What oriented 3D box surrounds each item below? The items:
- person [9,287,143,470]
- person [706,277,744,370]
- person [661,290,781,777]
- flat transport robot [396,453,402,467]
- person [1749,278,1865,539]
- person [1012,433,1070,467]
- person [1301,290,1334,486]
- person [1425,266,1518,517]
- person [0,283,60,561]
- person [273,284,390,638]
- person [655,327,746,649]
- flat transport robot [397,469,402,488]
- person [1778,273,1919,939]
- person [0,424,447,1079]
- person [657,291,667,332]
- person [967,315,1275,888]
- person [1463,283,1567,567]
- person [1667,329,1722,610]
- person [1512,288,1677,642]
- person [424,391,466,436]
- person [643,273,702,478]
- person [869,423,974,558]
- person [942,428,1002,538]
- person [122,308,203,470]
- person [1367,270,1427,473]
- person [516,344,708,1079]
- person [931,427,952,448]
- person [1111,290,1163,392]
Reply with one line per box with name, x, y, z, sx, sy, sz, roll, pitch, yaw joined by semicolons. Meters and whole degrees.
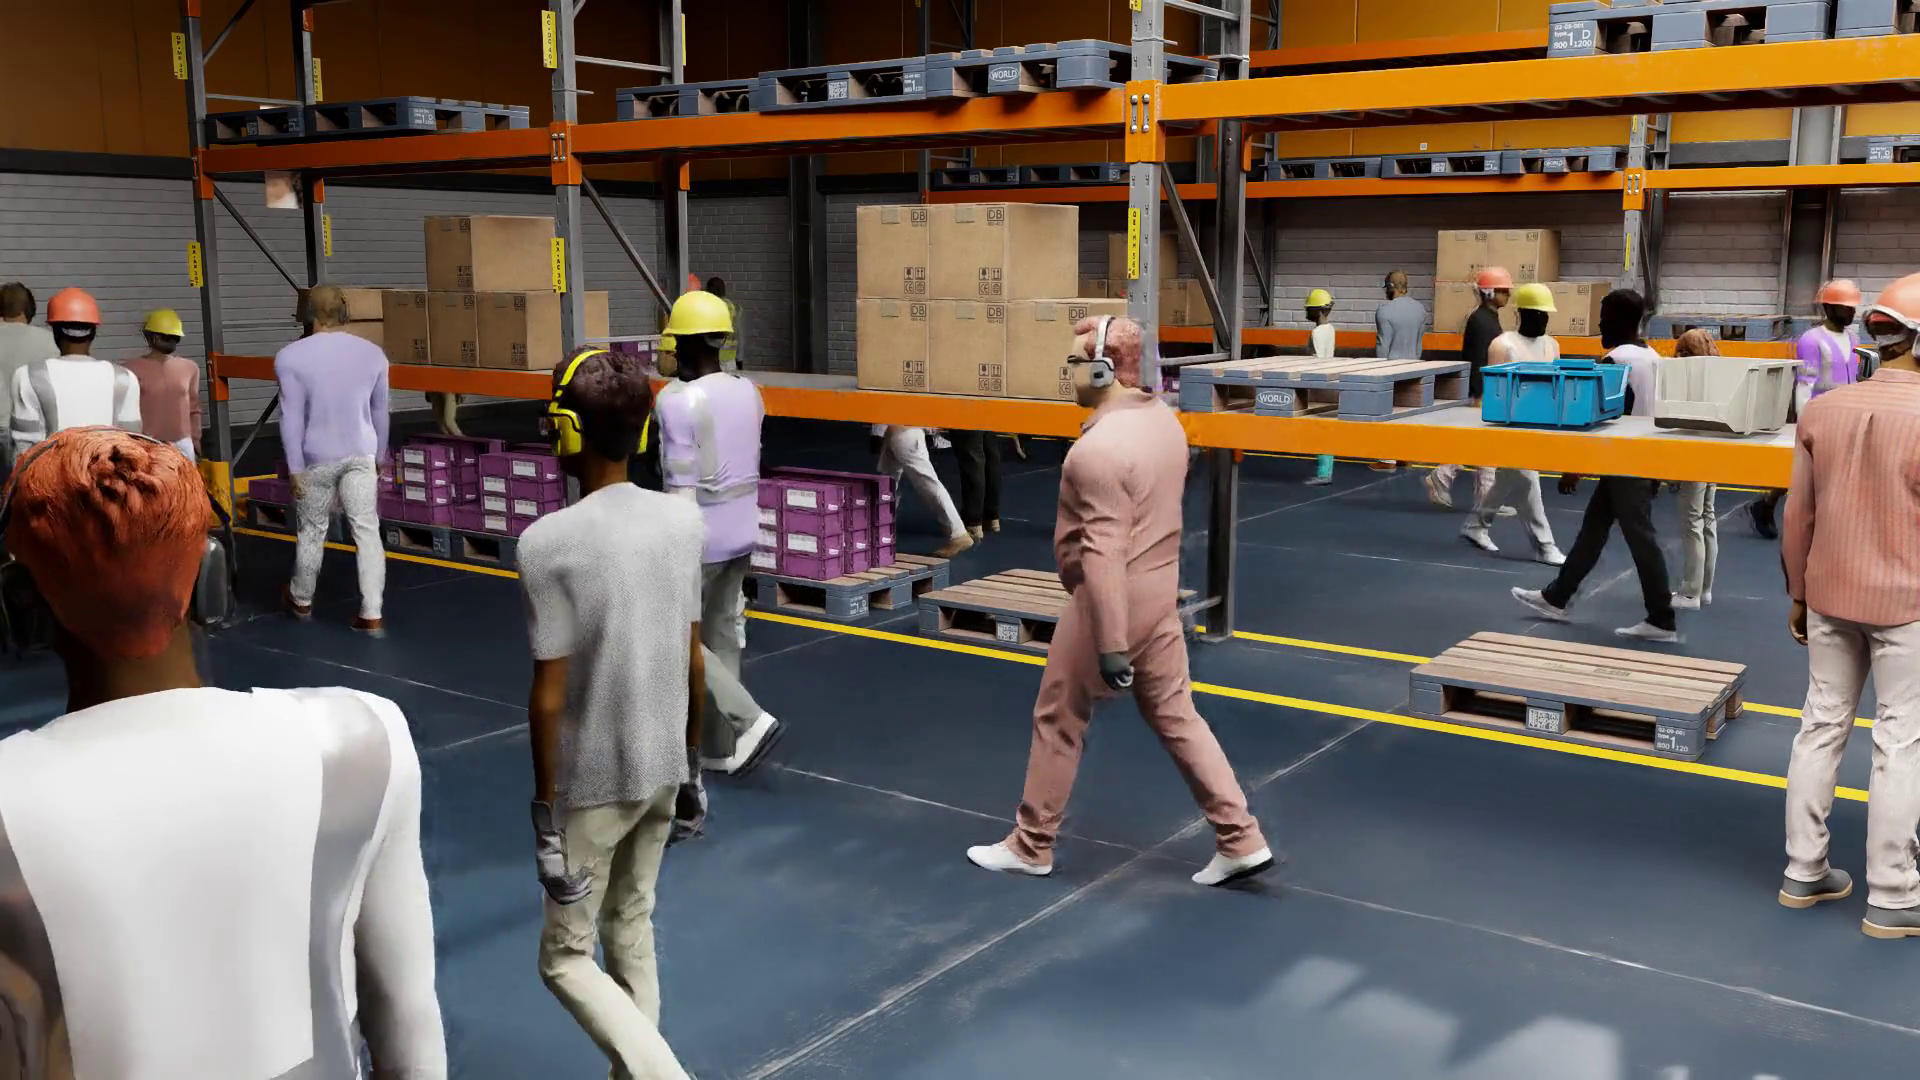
person;-4.081;-0.220;7.764;0.557;1.911;0.858;-9;13;-44
person;-2.751;-2.051;18.848;0.634;1.842;0.429;-6;11;-31
person;-0.928;0.000;6.424;0.505;1.911;0.594;5;11;29
flat transport robot;-5.153;-0.637;15.094;0.652;0.197;1.431;-3;10;-18
person;6.025;-0.876;11.669;0.555;1.909;0.880;-4;10;-22
person;0.896;-1.689;16.426;0.814;1.943;0.615;4;10;24
person;3.245;-1.365;15.034;0.403;1.774;0.549;4;10;24
person;4.108;-1.167;13.156;0.596;1.982;0.632;5;11;28
person;-6.094;-0.730;10.873;0.656;1.883;1.038;-1;10;-6
person;-3.448;-0.443;9.136;0.649;1.882;1.022;-8;12;-39
person;-1.463;-0.287;8.761;0.913;1.689;0.499;7;12;37
flat transport robot;-4.559;-0.490;14.215;1.431;0.197;0.652;-3;10;-18
person;2.804;0.194;5.042;0.400;1.985;0.621;-5;11;-27
person;-0.810;0.805;1.794;0.582;1.863;0.800;-7;12;-34
person;-3.303;-2.172;19.440;0.468;1.892;0.663;0;10;3
person;0.550;0.212;5.323;0.986;1.862;0.651;6;11;31
person;3.824;-0.800;11.311;0.608;1.881;1.001;-6;11;-30
person;4.264;-0.407;9.678;0.285;1.631;0.501;9;13;44
person;3.469;-0.409;9.007;0.997;1.867;0.597;7;12;35
person;-4.930;-1.436;15.886;0.515;1.607;0.370;5;11;27
person;-2.505;-1.432;14.947;0.654;1.922;0.546;6;11;30
person;-0.349;-0.761;11.367;0.971;1.789;0.706;3;10;15
person;0.053;-1.041;12.239;0.536;2.000;0.688;4;11;25
person;-5.229;-0.651;10.852;0.883;1.721;0.553;9;13;43
person;4.176;-1.610;15.950;0.627;1.934;0.372;-7;12;-35
person;-0.679;0.521;3.499;0.602;1.855;0.516;7;12;37
person;-0.236;-1.945;18.056;0.400;1.901;0.644;0;10;3
person;1.178;-0.917;12.201;0.922;1.797;0.577;7;12;36
